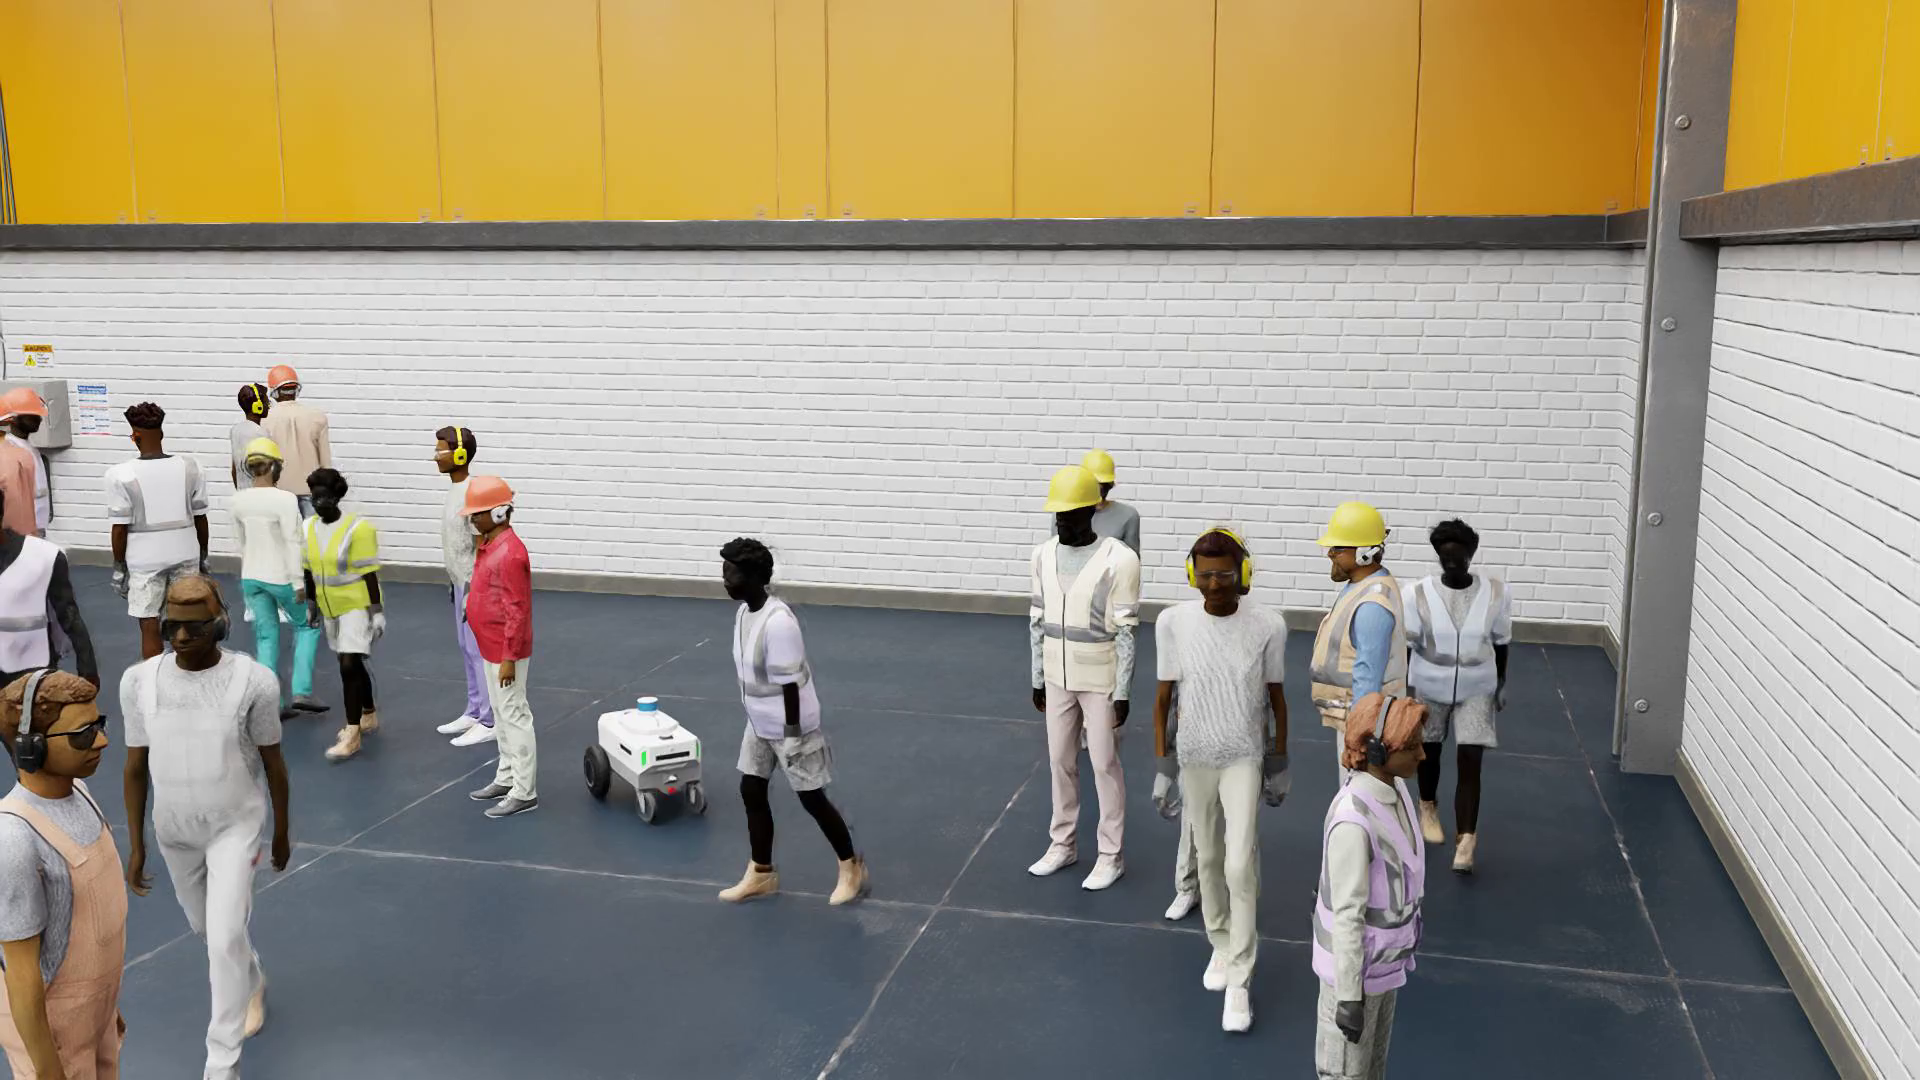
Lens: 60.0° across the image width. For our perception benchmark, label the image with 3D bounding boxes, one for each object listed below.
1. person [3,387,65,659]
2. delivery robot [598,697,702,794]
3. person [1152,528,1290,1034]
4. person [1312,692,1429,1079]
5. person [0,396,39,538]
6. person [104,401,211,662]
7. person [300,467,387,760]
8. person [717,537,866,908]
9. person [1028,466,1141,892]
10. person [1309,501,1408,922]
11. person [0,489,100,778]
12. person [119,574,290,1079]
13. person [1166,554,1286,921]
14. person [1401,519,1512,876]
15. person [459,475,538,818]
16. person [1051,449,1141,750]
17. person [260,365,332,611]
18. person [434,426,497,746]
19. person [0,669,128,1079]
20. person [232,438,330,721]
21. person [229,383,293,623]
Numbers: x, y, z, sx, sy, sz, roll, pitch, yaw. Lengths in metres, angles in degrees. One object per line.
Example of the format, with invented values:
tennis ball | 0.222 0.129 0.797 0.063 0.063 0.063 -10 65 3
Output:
person | -6.589 -0.113 11.768 0.400 1.938 0.552 -3 10 -16
delivery robot | -1.613 1.060 8.624 0.477 0.478 0.707 -6 11 -30
person | 0.961 0.876 6.222 0.508 1.832 0.822 3 10 18
person | 1.155 1.230 4.738 0.312 1.632 0.519 5 11 27
person | -6.029 0.068 10.500 0.379 1.996 0.609 -1 10 -5
person | -4.941 0.120 10.286 0.368 1.966 0.602 9 13 43
person | -3.529 0.402 9.497 0.608 1.659 0.725 5 11 26
person | -0.727 0.788 7.290 0.633 1.653 0.542 -6 11 -31
person | 0.535 0.616 7.518 0.581 1.919 0.387 8 12 38
person | 1.686 0.738 7.074 0.403 1.825 0.594 2 10 12
person | -4.423 0.614 7.750 0.634 1.846 1.029 -1 10 -6
person | -2.553 0.979 5.718 0.496 1.809 0.950 0 10 -3
person | 1.112 0.829 7.069 0.522 1.639 0.306 3 10 19
person | 2.280 0.708 7.729 0.549 1.639 0.912 2 10 12
person | -2.360 0.531 8.506 0.332 1.746 0.559 -5 11 -27
person | 0.773 0.347 9.559 0.537 1.752 0.363 0 10 1
person | -5.408 -0.422 13.462 0.631 1.981 0.431 -6 12 -33
person | -2.898 0.263 9.725 0.324 1.873 0.521 -5 11 -28
person | -2.214 1.222 4.152 0.334 1.845 0.513 -2 10 -13
person | -4.199 0.247 10.198 0.558 1.732 0.448 4 10 22
person | -5.437 -0.281 12.929 0.514 1.873 0.329 7 12 35
